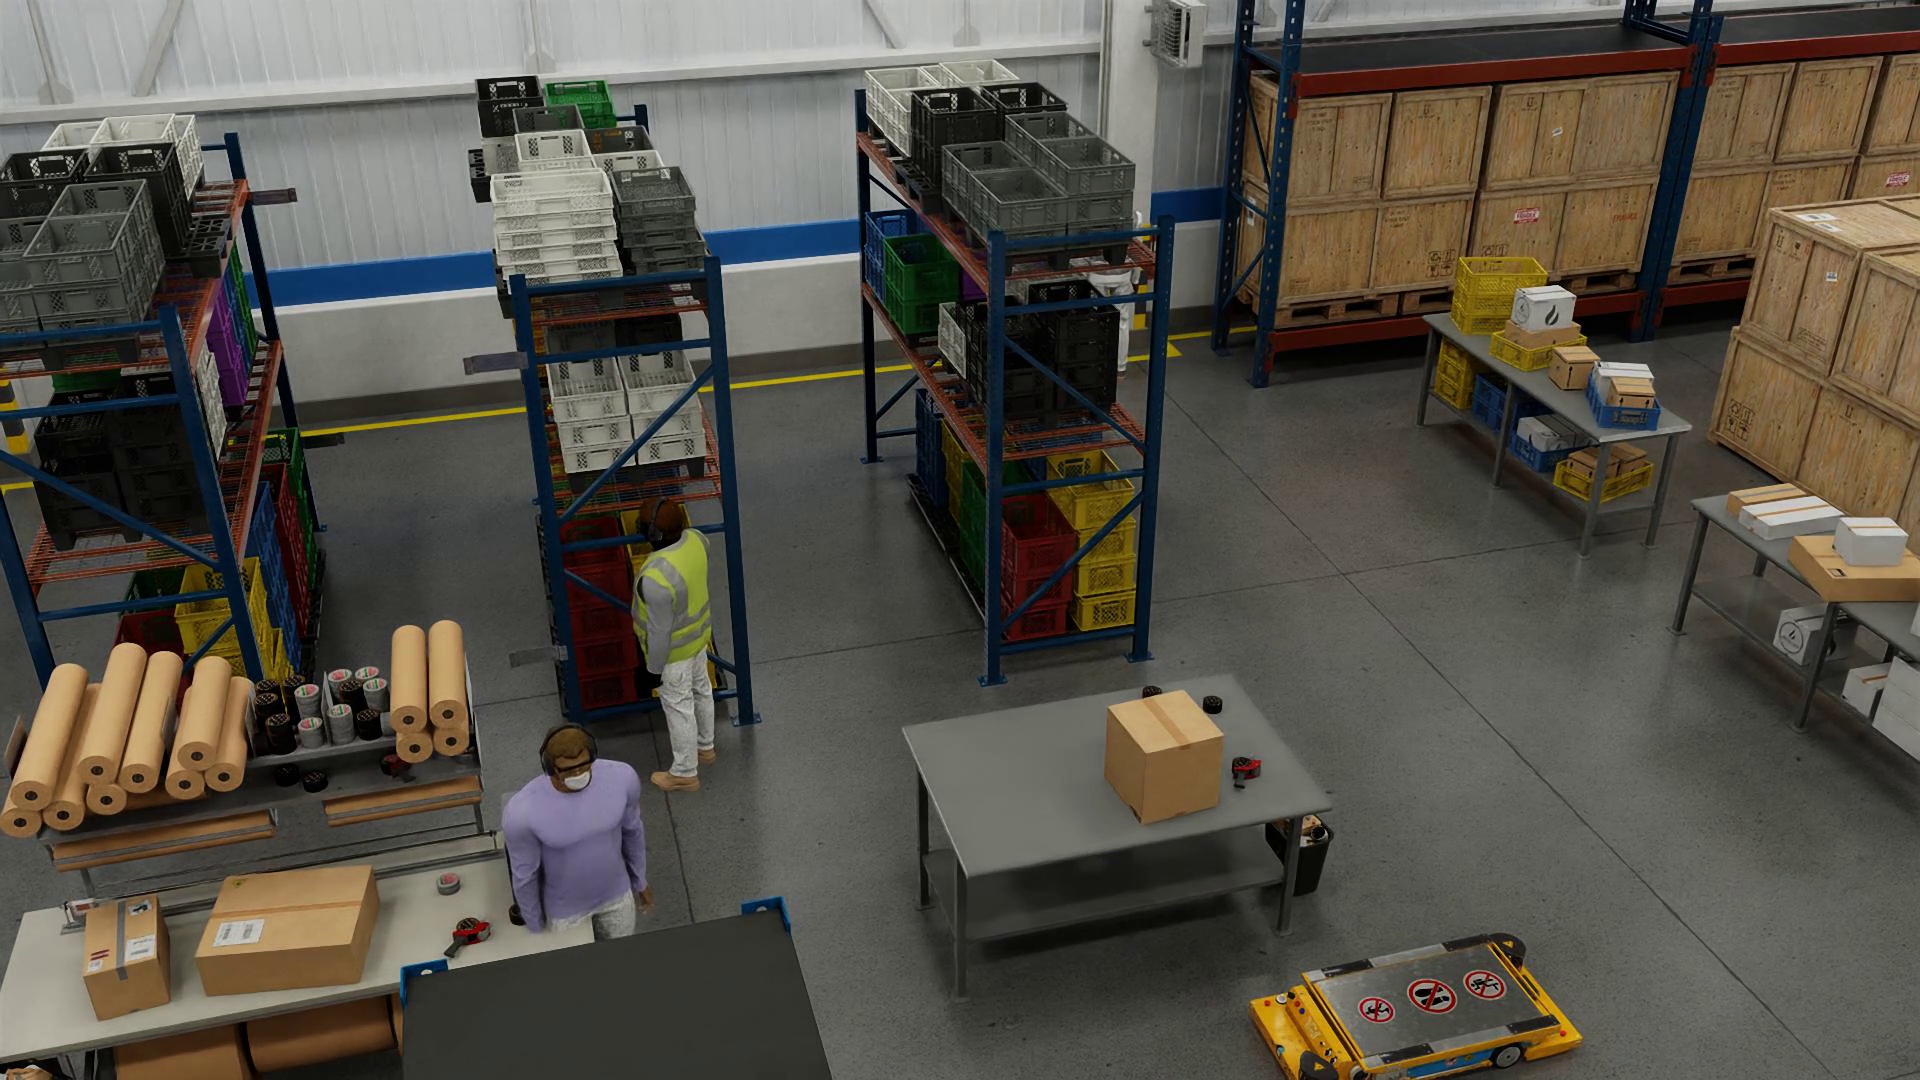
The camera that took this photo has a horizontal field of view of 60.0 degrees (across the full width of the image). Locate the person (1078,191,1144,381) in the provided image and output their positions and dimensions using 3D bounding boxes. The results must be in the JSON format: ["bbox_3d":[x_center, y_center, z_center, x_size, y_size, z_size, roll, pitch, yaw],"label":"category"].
[{"bbox_3d":[1.311,-2.295,14.648,0.579,1.883,0.352,-4,29,-6],"label":"person"}]

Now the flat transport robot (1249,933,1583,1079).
[{"bbox_3d":[2.184,2.282,7.980,1.431,0.197,0.652,-8,30,-14],"label":"flat transport robot"}]

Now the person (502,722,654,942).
[{"bbox_3d":[-1.675,1.614,7.478,0.628,1.939,0.375,-19,34,-30],"label":"person"}]

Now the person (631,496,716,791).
[{"bbox_3d":[-1.632,0.582,9.455,0.429,1.845,0.621,8,30,14],"label":"person"}]
